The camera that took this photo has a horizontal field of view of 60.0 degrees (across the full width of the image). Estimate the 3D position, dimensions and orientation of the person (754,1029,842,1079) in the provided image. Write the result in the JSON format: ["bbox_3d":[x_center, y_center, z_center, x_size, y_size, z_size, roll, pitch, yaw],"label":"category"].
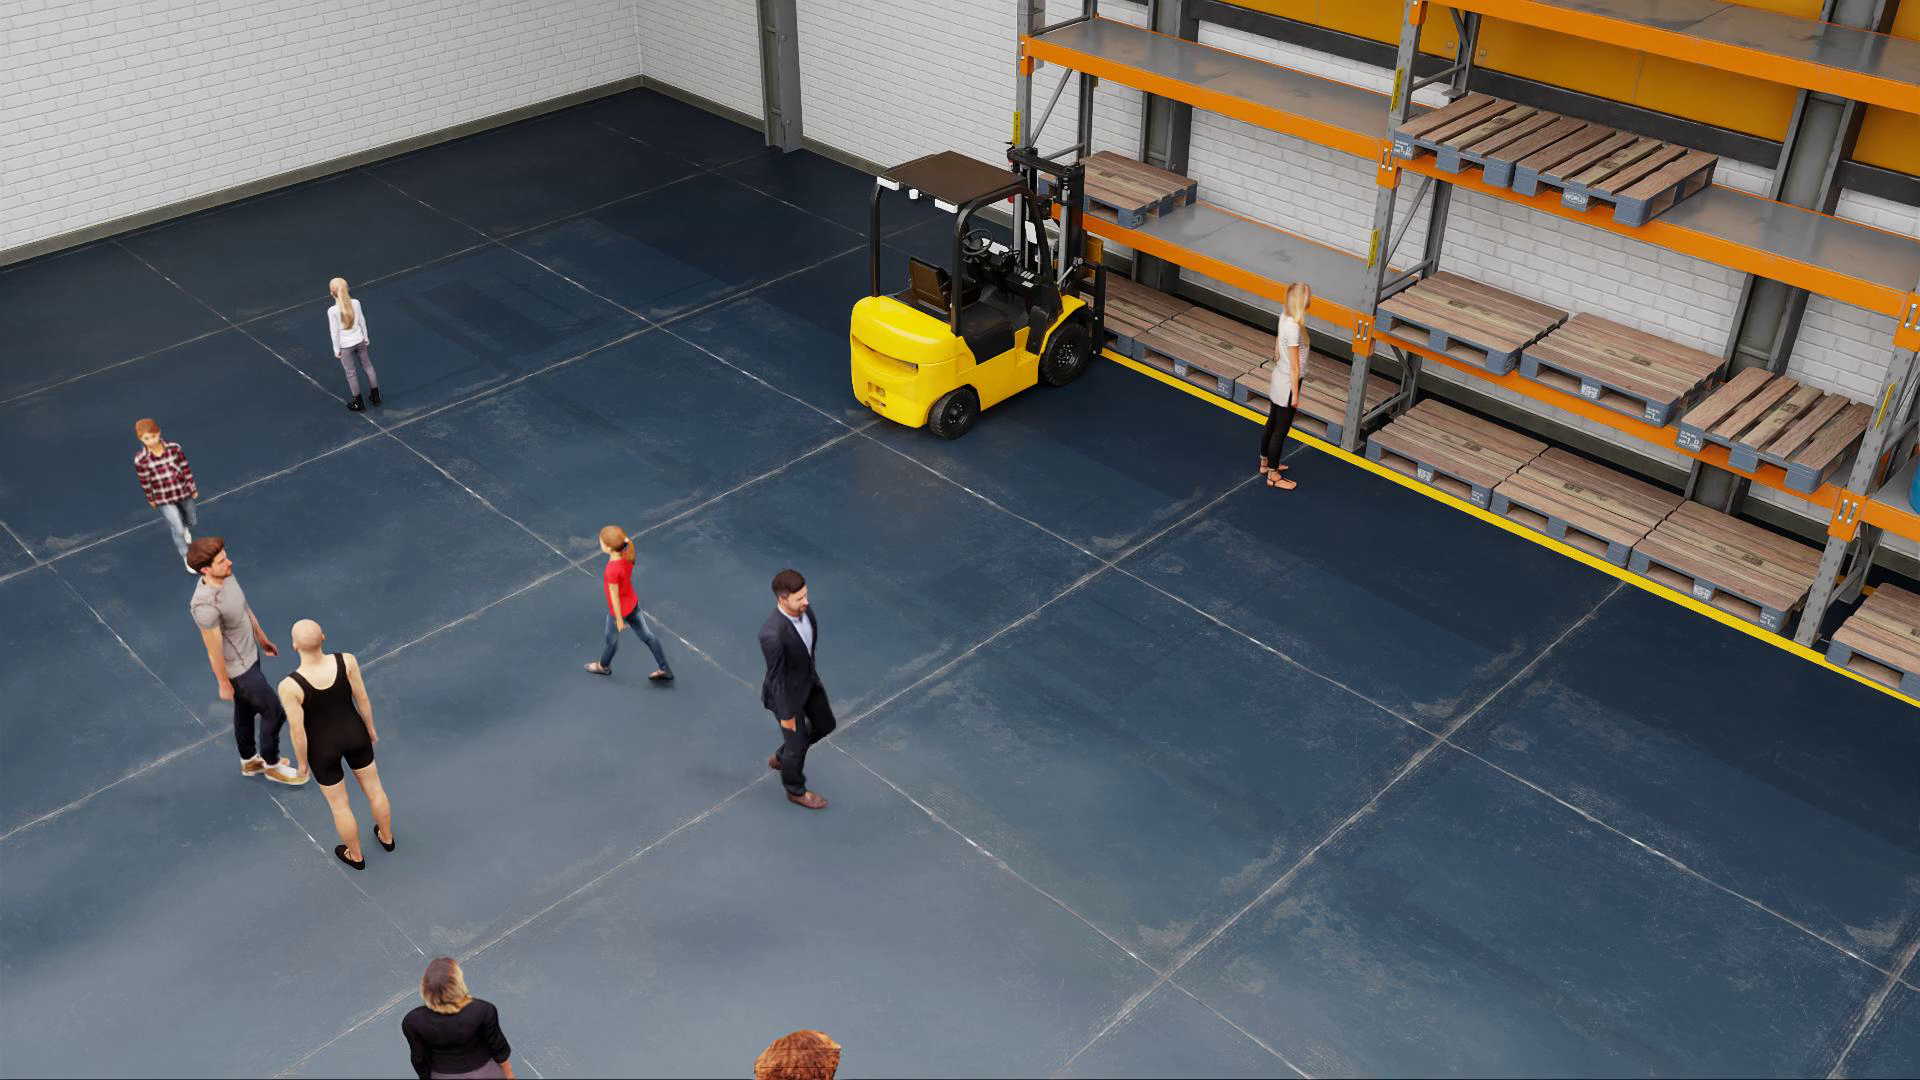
[{"bbox_3d":[-0.722,2.915,7.559,0.833,1.697,0.961,-12,36,-18],"label":"person"}]

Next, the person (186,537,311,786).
[{"bbox_3d":[-4.687,0.791,10.592,0.866,1.877,0.794,-7,34,-11],"label":"person"}]

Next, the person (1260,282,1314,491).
[{"bbox_3d":[2.694,-1.294,13.775,0.752,1.826,0.674,-3,34,-4],"label":"person"}]

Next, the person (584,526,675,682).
[{"bbox_3d":[-2.275,0.482,11.599,0.968,1.277,0.766,9,35,14],"label":"person"}]

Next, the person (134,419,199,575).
[{"bbox_3d":[-6.132,-0.389,12.900,0.552,1.286,0.813,-24,41,-32],"label":"person"}]

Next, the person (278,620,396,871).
[{"bbox_3d":[-3.738,1.226,9.993,0.645,1.815,0.501,-27,42,-35],"label":"person"}]

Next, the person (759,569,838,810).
[{"bbox_3d":[-1.114,0.926,10.412,0.829,1.851,0.790,11,35,16],"label":"person"}]

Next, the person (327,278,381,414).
[{"bbox_3d":[-5.480,-1.767,14.981,0.484,1.278,0.492,27,42,35],"label":"person"}]

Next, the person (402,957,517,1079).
[{"bbox_3d":[-2.377,2.627,8.016,0.682,1.671,0.696,-7,34,-11],"label":"person"}]
